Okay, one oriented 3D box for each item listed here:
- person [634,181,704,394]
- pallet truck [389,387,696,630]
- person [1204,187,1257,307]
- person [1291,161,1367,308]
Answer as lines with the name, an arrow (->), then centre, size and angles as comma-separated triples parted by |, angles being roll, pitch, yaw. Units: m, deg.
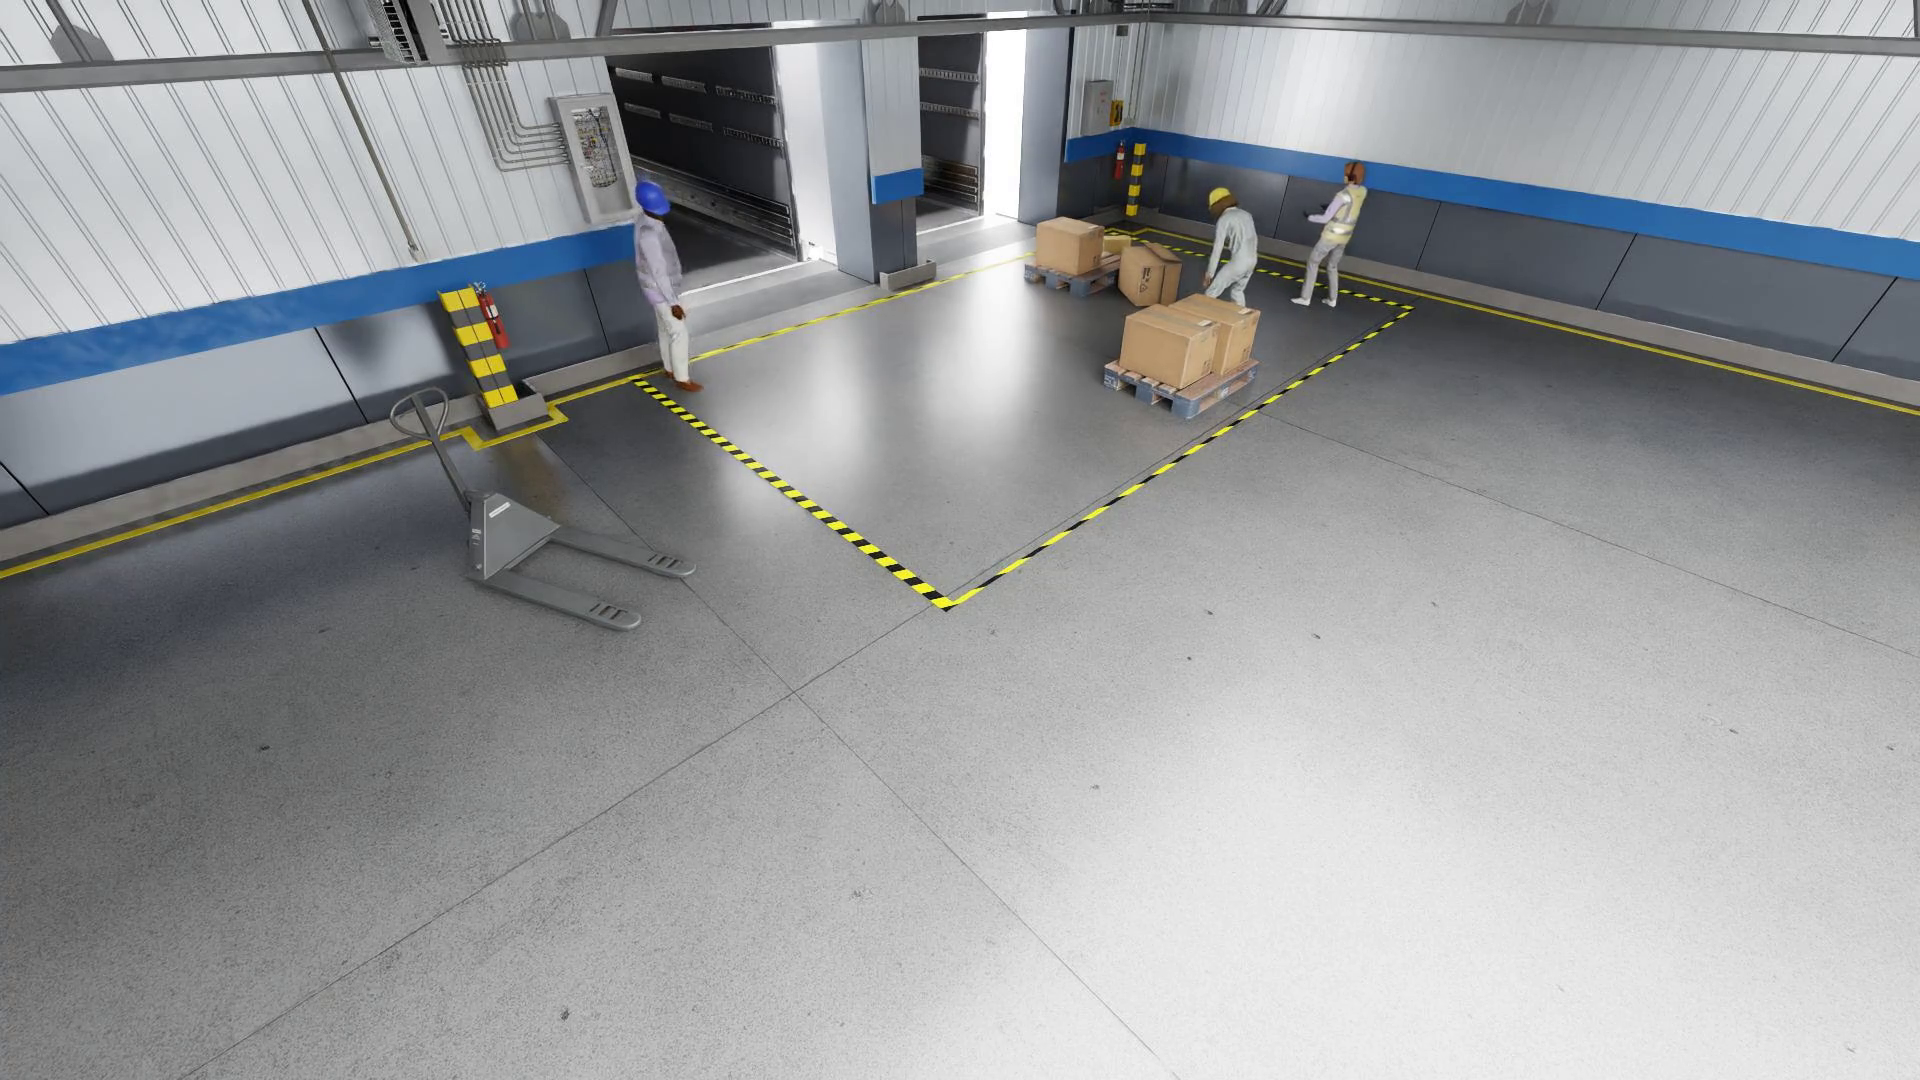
person -> -2.687, -2.280, 6.692 | 0.403, 1.898, 0.776 | -13, 40, -16
pallet truck -> -2.613, -0.247, 4.593 | 1.601, 1.201, 0.680 | 14, 40, 17
person -> 2.805, -2.901, 7.829 | 0.681, 1.493, 0.717 | -27, 45, -30
person -> 4.312, -3.591, 8.626 | 0.606, 1.606, 0.654 | -19, 42, -23
